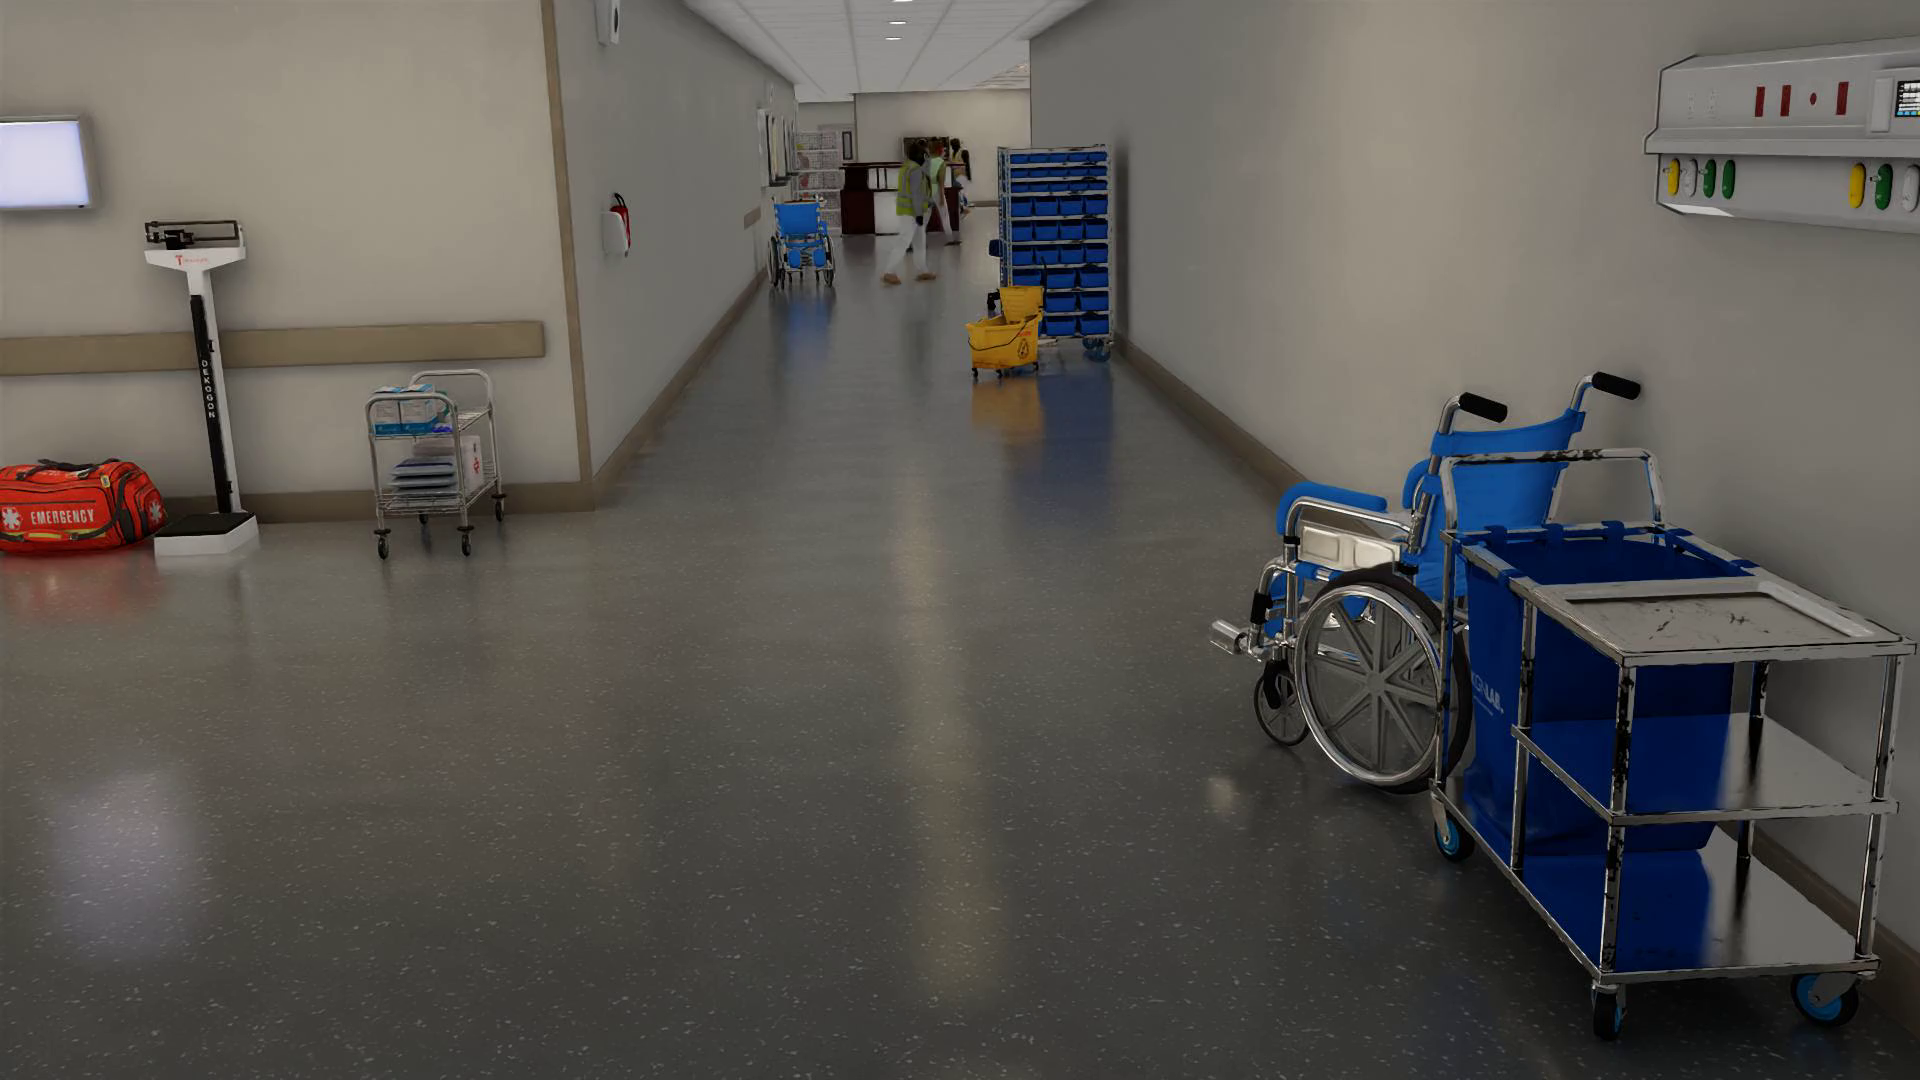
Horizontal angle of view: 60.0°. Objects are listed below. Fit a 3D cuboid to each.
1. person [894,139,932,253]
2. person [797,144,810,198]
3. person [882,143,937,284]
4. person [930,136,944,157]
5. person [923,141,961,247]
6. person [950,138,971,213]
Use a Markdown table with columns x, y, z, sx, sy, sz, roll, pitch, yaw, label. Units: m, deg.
| x | y | z | sx | sy | sz | roll | pitch | yaw | label |
| --- | --- | --- | --- | --- | --- | --- | --- | --- | --- |
| -0.754 | -5.602 | 27.122 | 0.608 | 1.833 | 0.492 | -6 | 14 | -16 | person |
| -4.166 | -9.434 | 43.415 | 0.525 | 1.772 | 0.306 | 2 | 14 | 13 | person |
| -0.708 | -4.249 | 21.684 | 0.790 | 1.800 | 0.669 | -4 | 14 | -9 | person |
| -0.617 | -9.024 | 41.117 | 0.508 | 1.865 | 0.329 | -3 | 14 | -5 | person |
| -0.444 | -5.936 | 28.583 | 0.589 | 1.793 | 0.983 | 11 | 19 | 42 | person |
| -0.020 | -8.848 | 40.443 | 0.562 | 1.809 | 0.659 | -9 | 16 | -28 | person |
